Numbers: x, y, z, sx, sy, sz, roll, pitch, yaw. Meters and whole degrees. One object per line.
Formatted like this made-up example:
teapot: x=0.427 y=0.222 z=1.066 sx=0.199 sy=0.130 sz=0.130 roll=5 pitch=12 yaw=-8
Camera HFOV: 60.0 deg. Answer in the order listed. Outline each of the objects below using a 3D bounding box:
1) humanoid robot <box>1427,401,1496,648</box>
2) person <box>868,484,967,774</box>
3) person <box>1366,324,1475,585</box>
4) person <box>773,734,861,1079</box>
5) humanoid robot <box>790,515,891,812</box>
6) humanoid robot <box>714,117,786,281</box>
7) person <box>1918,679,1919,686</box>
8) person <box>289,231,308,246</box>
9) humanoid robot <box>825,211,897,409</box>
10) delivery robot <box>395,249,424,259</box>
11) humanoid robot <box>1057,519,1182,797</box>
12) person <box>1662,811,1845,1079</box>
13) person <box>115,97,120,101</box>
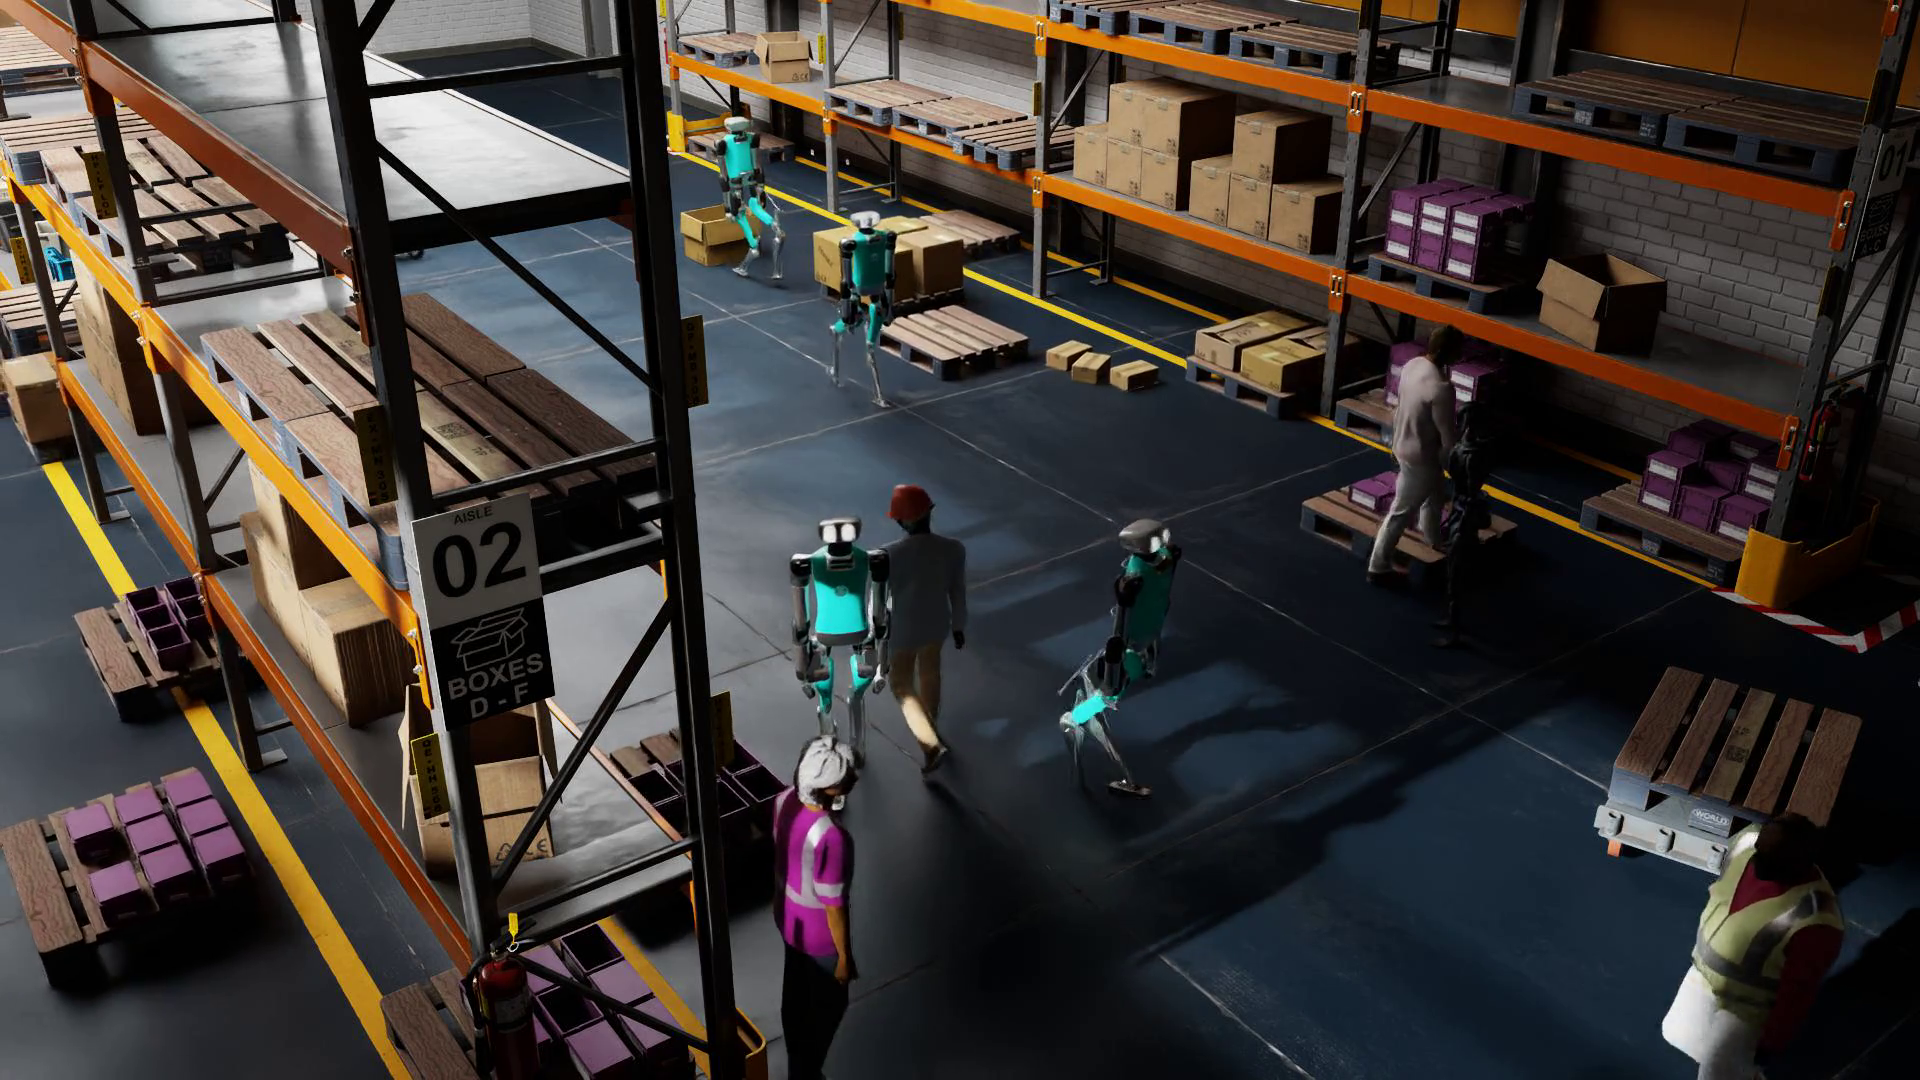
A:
humanoid robot: x=3.212 y=-0.105 z=10.621 sx=0.311 sy=1.650 sz=0.606 roll=5 pitch=27 yaw=10
person: x=-0.228 y=0.486 z=9.396 sx=0.571 sy=1.721 sz=0.721 roll=-12 pitch=29 yaw=-23
person: x=3.261 y=-0.560 z=11.302 sx=0.915 sy=1.893 sz=0.617 roll=-1 pitch=27 yaw=-1
person: x=-0.615 y=1.597 z=7.075 sx=0.374 sy=1.836 sz=0.617 roll=-17 pitch=31 yaw=-30
humanoid robot: x=-0.667 y=0.603 z=9.229 sx=0.531 sy=1.854 sz=0.812 roll=-3 pitch=27 yaw=-7
humanoid robot: x=-2.110 y=-3.455 z=17.280 sx=0.537 sy=1.761 sz=1.029 roll=-21 pitch=34 yaw=-36
person: x=6.192 y=0.125 z=9.873 sx=0.487 sy=1.949 sz=0.428 roll=2 pitch=27 yaw=4
person: x=-6.272 y=-2.576 z=15.598 sx=0.287 sy=1.629 sz=0.498 roll=12 pitch=29 yaw=23
humanoid robot: x=-0.950 y=-2.067 z=14.498 sx=0.544 sy=1.772 sz=0.967 roll=-17 pitch=31 yaw=-30
delivery robot: x=-6.315 y=-3.326 z=18.301 sx=0.788 sy=0.610 sz=0.499 roll=20 pitch=33 yaw=34
humanoid robot: x=0.763 y=0.668 z=9.070 sx=0.791 sy=1.826 sz=0.541 roll=17 pitch=32 yaw=31
person: x=3.163 y=1.800 z=6.688 sx=0.469 sy=1.808 sz=0.671 roll=-3 pitch=27 yaw=-6
person: x=-10.381 y=-5.127 z=20.282 sx=0.401 sy=1.986 sz=0.610 roll=5 pitch=27 yaw=10
